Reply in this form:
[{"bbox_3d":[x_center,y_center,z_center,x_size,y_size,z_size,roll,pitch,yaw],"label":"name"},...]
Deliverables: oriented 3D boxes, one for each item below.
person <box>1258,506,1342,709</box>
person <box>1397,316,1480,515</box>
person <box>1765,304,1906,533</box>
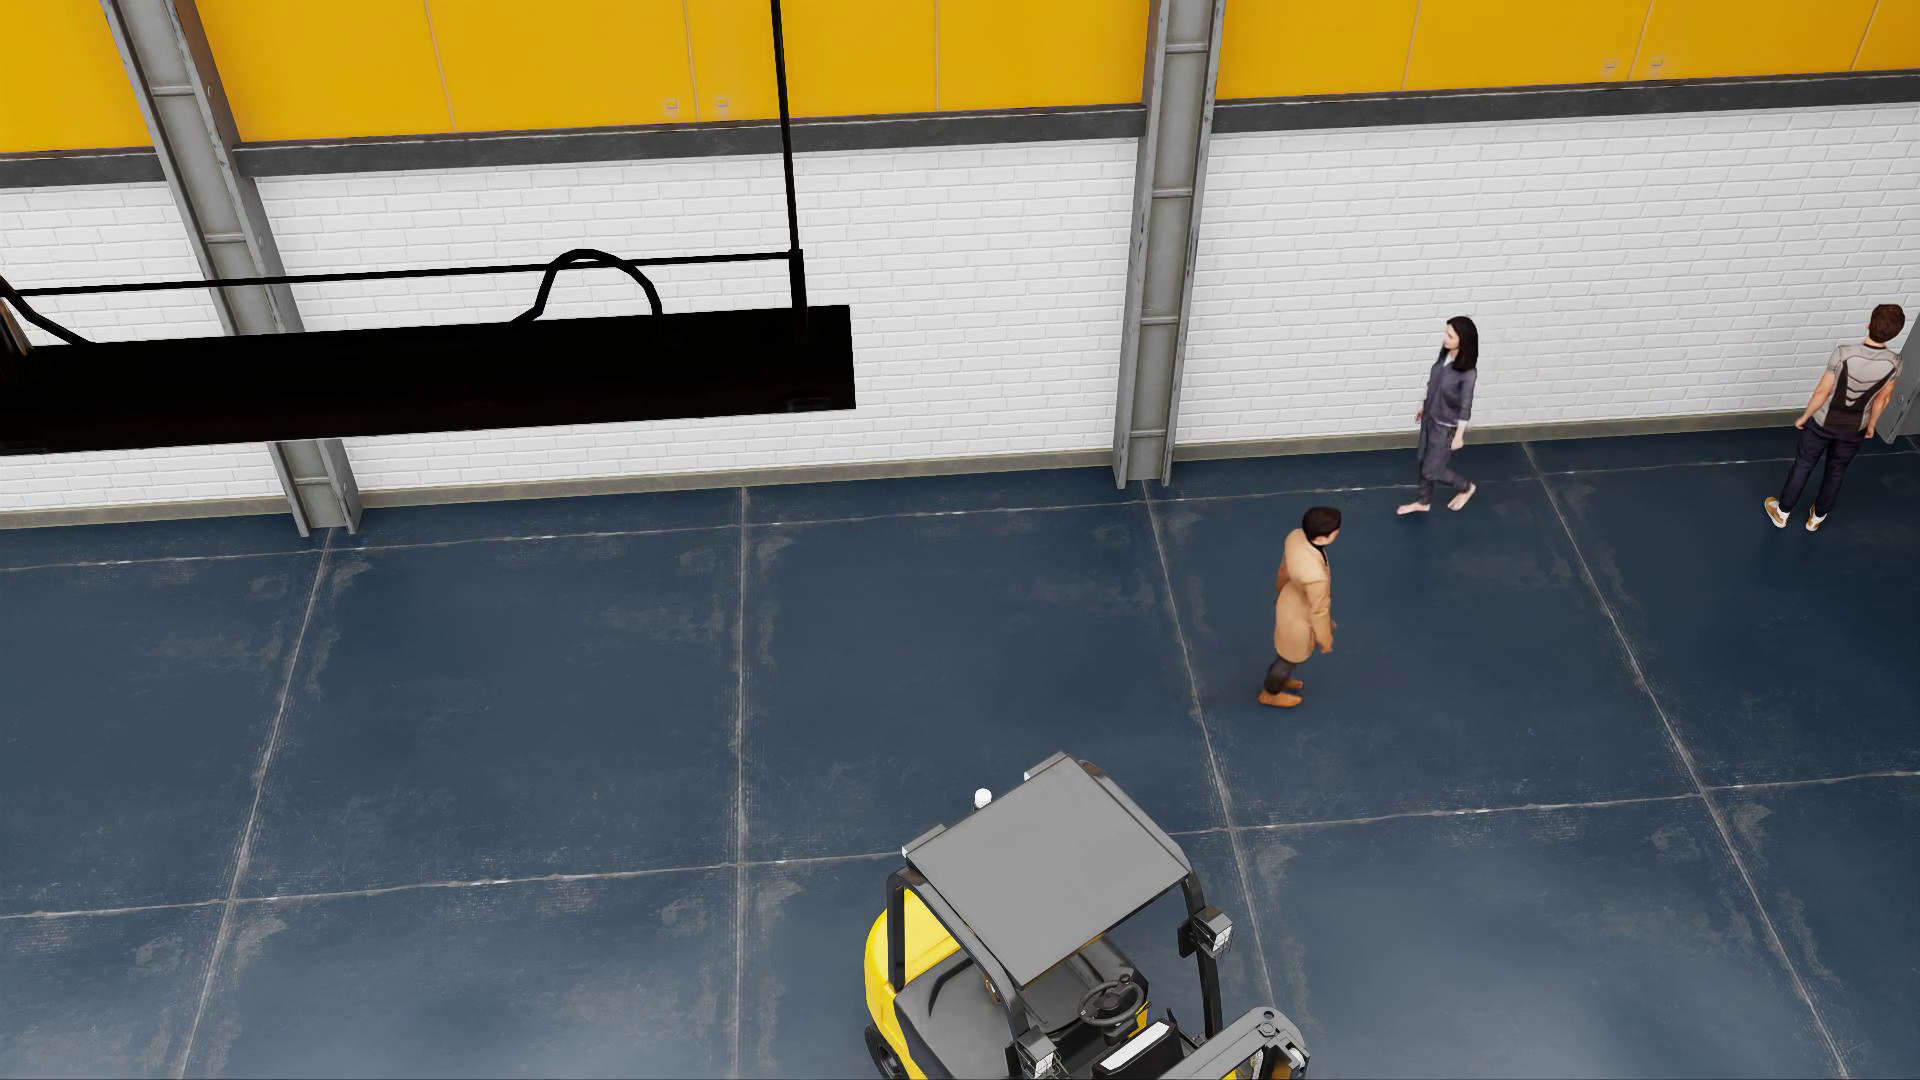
[{"bbox_3d":[2.041,0.452,10.347,0.677,1.715,0.669,0,44,0],"label":"person"},{"bbox_3d":[3.473,-0.843,11.683,0.765,1.747,0.642,-8,44,-8],"label":"person"},{"bbox_3d":[6.120,-0.839,11.572,0.620,1.894,0.789,11,45,11],"label":"person"}]
